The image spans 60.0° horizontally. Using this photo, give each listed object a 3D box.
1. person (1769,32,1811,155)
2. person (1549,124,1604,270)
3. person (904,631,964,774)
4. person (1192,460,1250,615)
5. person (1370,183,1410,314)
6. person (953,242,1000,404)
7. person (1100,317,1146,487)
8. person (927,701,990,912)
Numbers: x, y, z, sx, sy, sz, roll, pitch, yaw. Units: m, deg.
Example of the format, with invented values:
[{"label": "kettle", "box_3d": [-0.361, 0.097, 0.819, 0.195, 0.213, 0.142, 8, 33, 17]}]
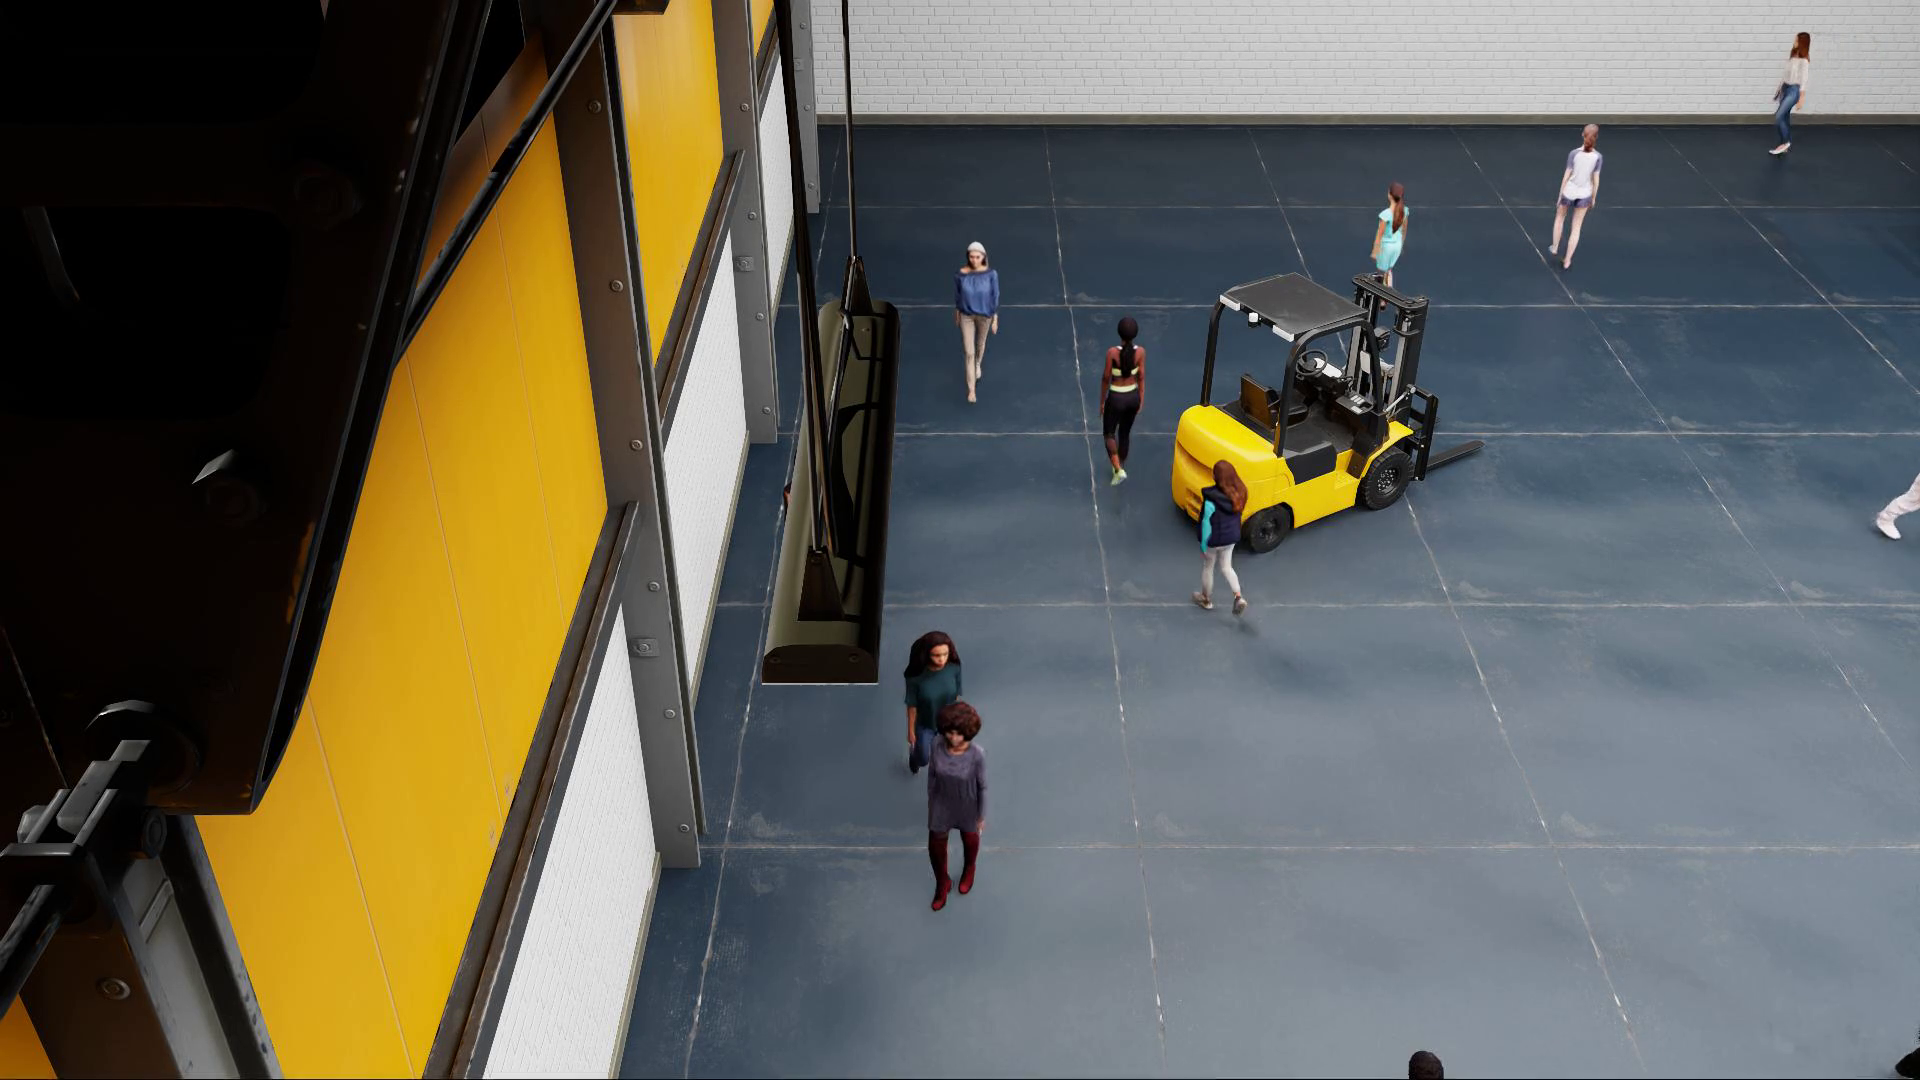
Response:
[{"label": "person", "box_3d": [11.664, -6.203, 23.179, 0.683, 1.715, 0.571, 0, 34, -1]}, {"label": "person", "box_3d": [7.404, -4.100, 19.988, 0.733, 1.746, 0.902, 9, 35, 14]}, {"label": "person", "box_3d": [-0.211, 1.282, 12.020, 0.770, 1.604, 1.001, -10, 35, -15]}, {"label": "person", "box_3d": [2.242, 0.002, 14.047, 0.802, 1.491, 0.917, -20, 38, -27]}, {"label": "person", "box_3d": [4.937, -3.311, 18.972, 0.653, 1.556, 0.692, -14, 36, -20]}, {"label": "person", "box_3d": [0.171, -2.347, 17.437, 0.631, 1.650, 1.101, 0, 34, -1]}, {"label": "person", "box_3d": [1.544, -1.246, 15.702, 0.632, 1.737, 0.838, -3, 34, -5]}, {"label": "person", "box_3d": [0.012, 1.733, 11.261, 0.722, 1.691, 0.787, 11, 35, 16]}]
